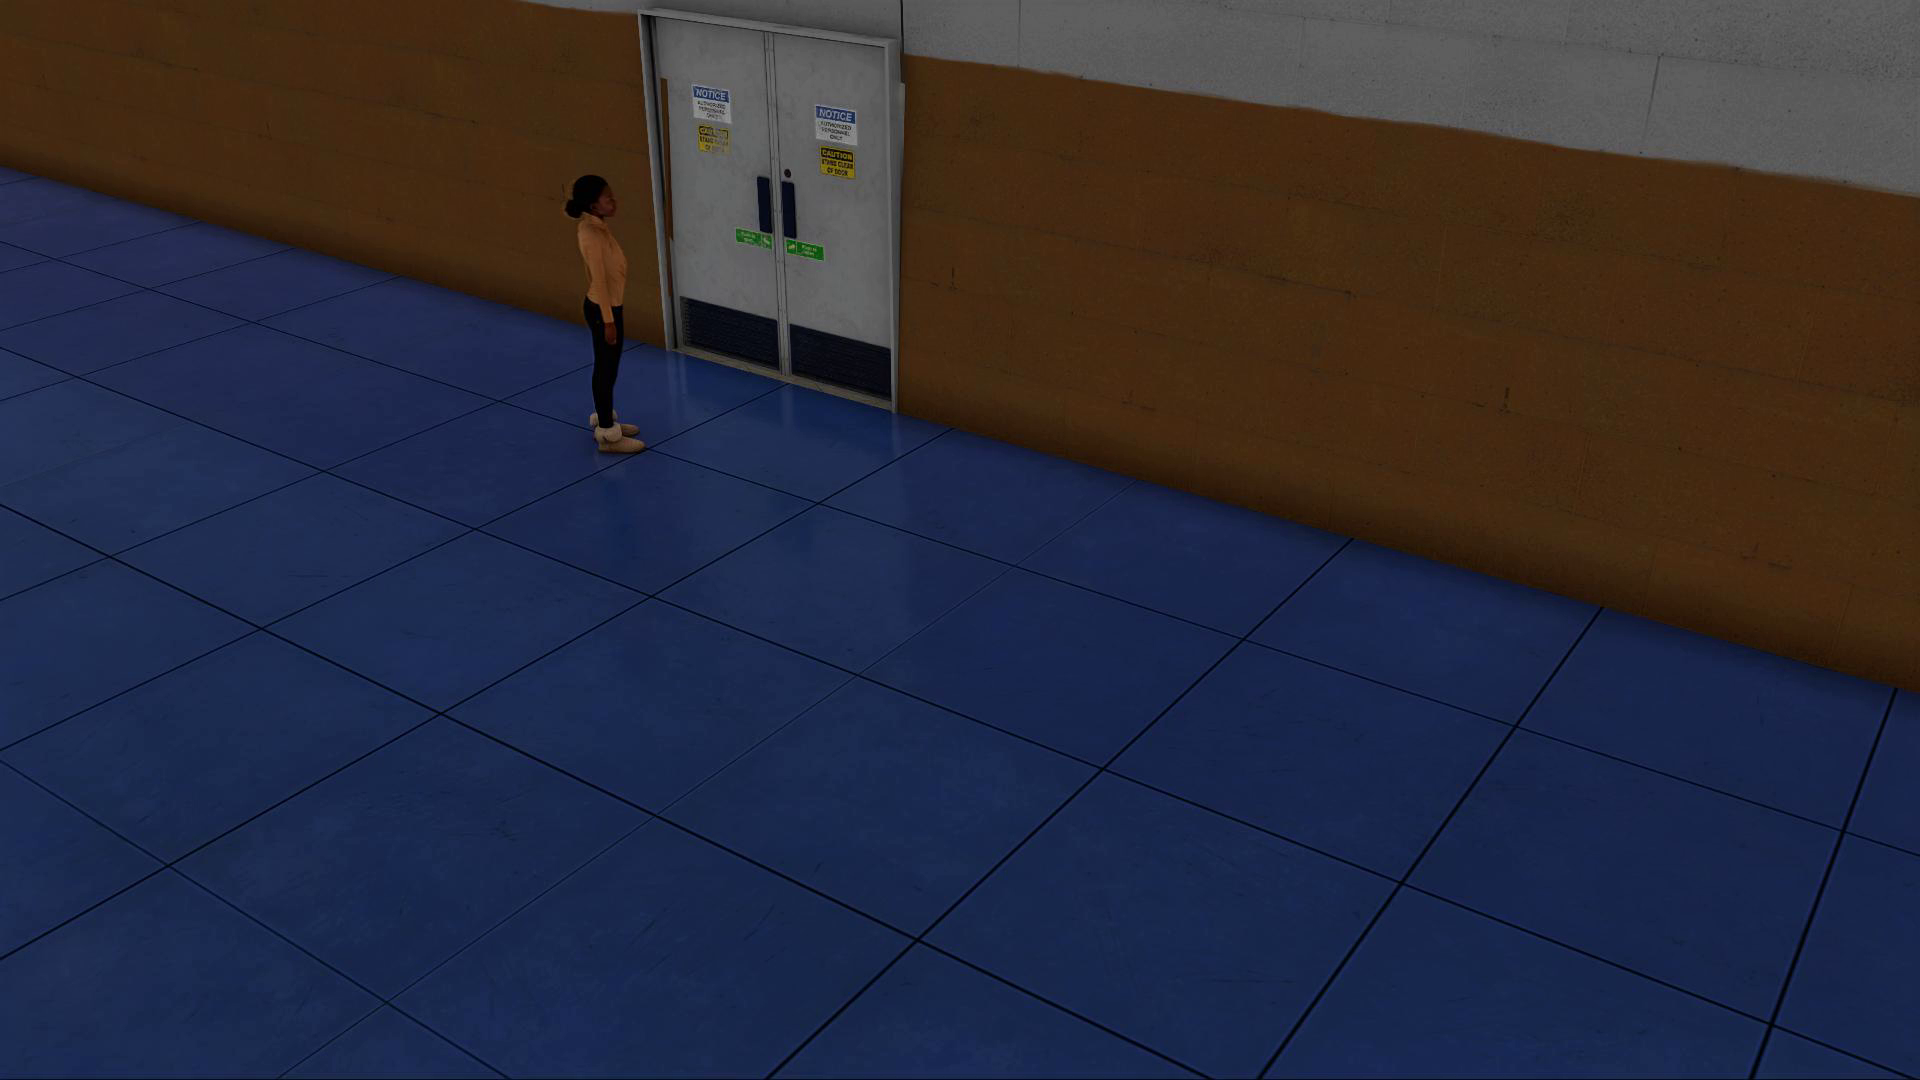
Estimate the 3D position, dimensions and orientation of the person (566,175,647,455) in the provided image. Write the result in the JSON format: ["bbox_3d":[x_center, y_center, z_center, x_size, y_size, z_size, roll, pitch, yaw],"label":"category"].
[{"bbox_3d":[-2.106,-1.337,9.809,0.730,1.659,0.686,-7,28,-13],"label":"person"}]
